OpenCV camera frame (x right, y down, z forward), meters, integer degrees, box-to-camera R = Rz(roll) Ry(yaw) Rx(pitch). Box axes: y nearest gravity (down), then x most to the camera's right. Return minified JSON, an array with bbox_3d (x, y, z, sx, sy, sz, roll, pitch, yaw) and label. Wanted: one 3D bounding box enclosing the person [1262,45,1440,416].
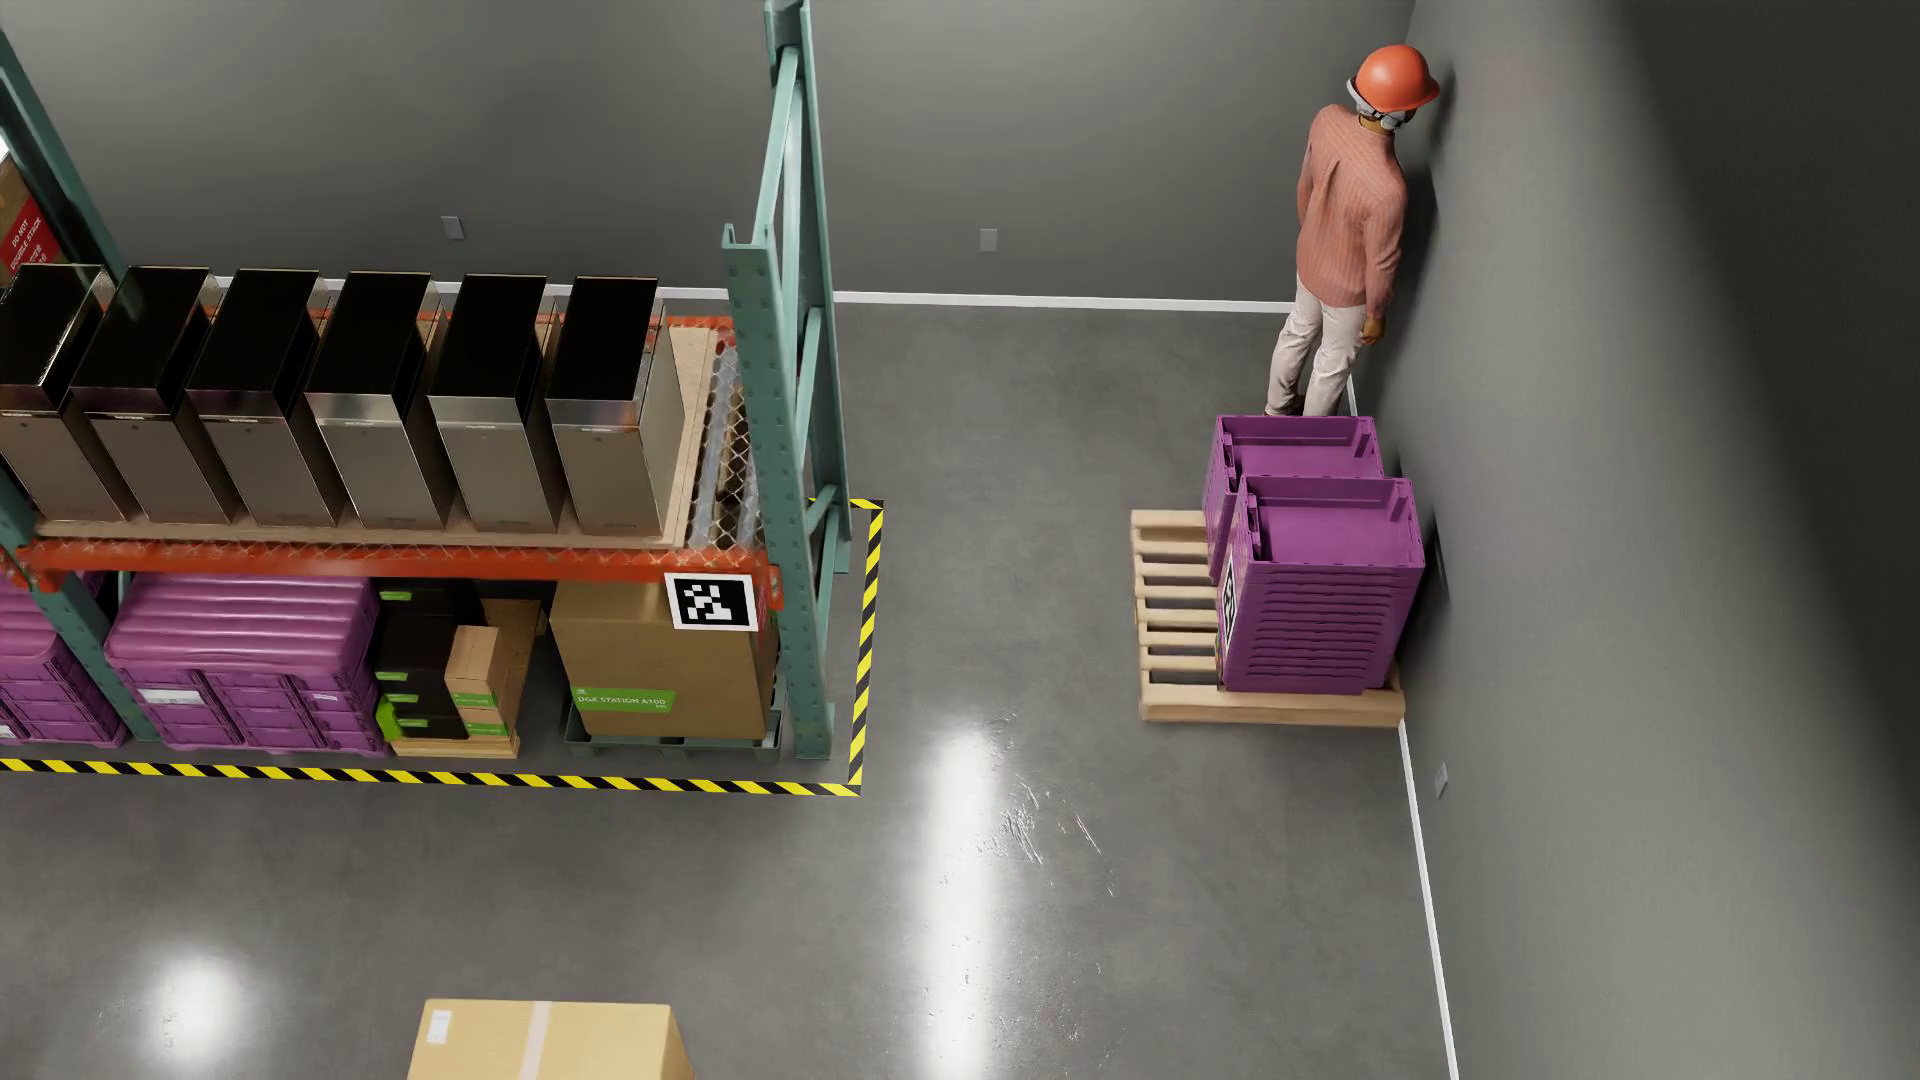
[{"bbox_3d":[1.503,-1.061,6.492,0.379,1.996,0.611,-17,54,-13],"label":"person"}]
